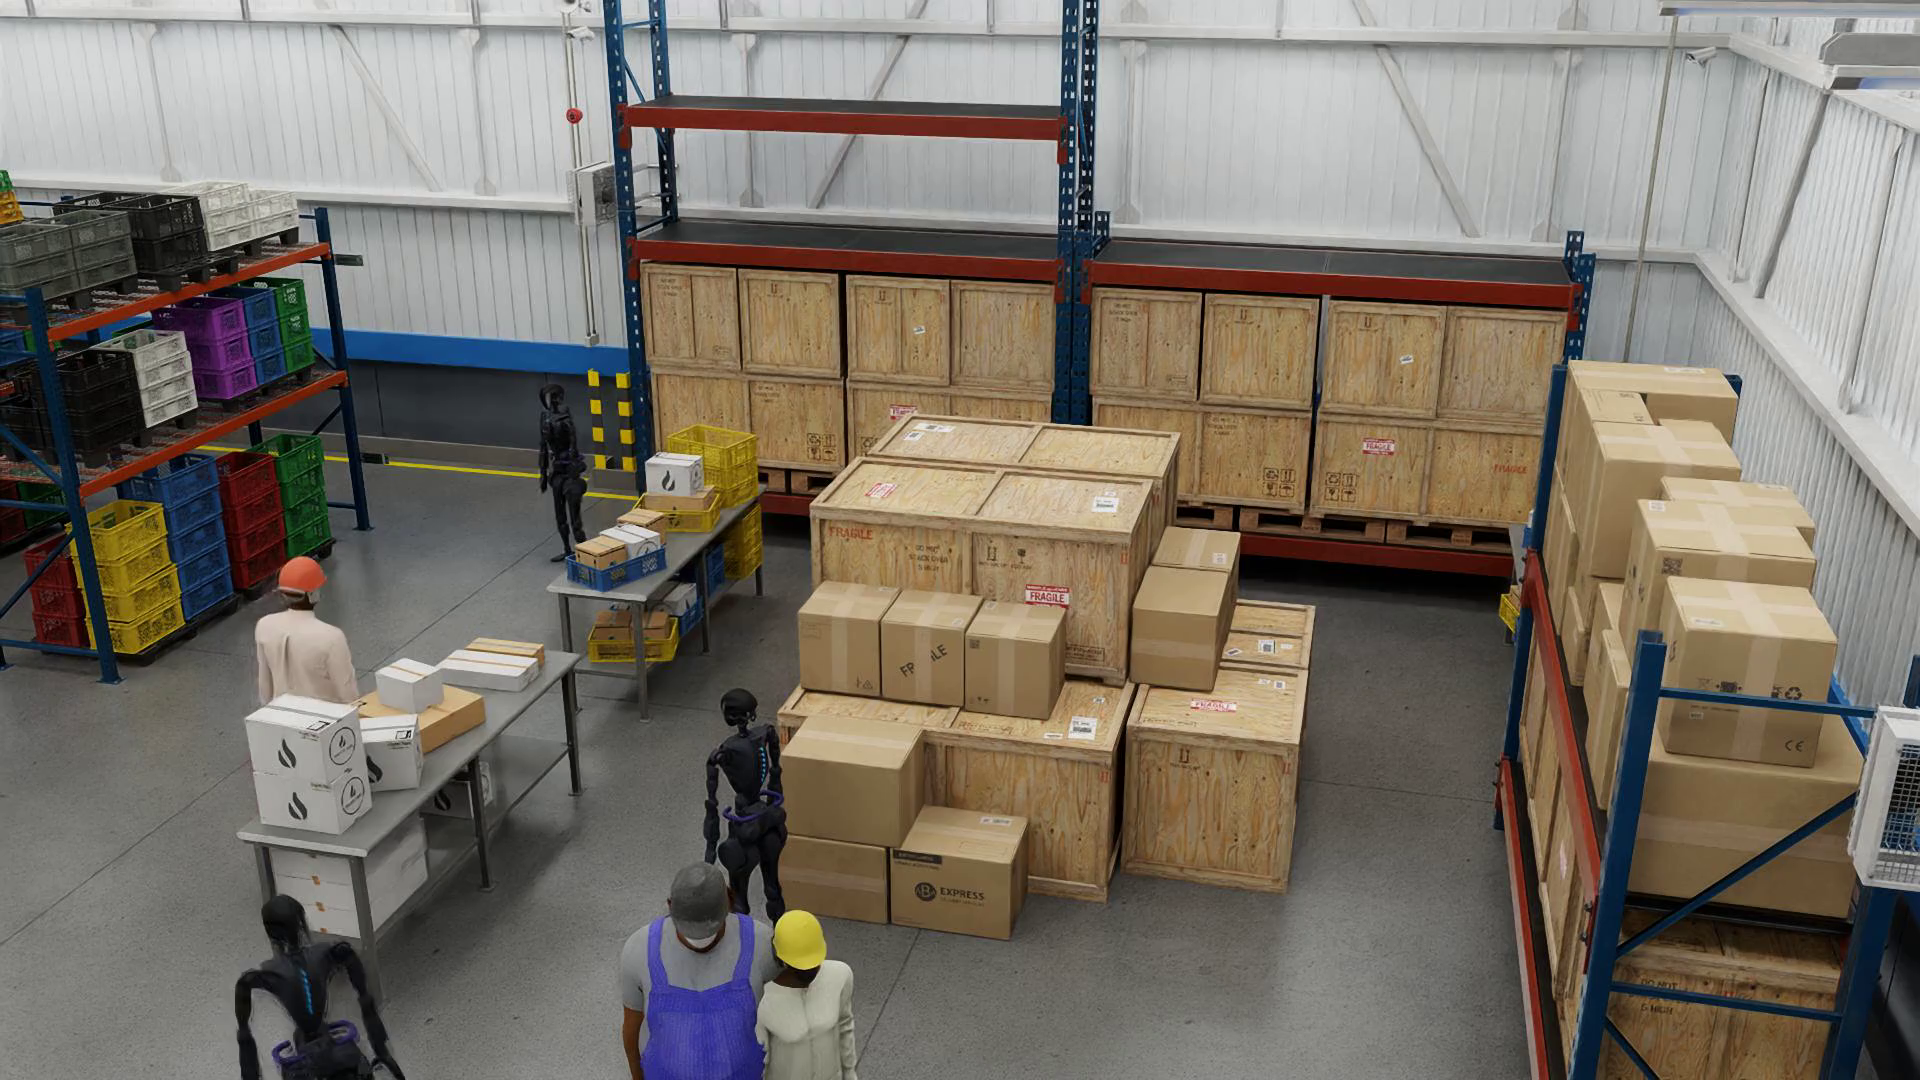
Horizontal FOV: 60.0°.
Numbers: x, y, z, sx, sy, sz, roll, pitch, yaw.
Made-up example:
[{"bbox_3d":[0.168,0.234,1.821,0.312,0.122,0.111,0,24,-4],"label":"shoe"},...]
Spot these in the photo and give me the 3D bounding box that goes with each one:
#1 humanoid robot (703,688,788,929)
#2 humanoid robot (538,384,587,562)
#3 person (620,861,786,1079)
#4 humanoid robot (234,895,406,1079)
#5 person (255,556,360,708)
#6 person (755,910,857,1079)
[{"bbox_3d":[-1.136,1.562,8.979,0.308,1.652,0.579,16,26,35],"label":"humanoid robot"},{"bbox_3d":[-3.461,-0.562,14.537,0.599,1.647,0.326,20,28,41],"label":"humanoid robot"},{"bbox_3d":[-1.031,2.202,6.807,0.671,2.000,0.537,-3,21,-8],"label":"person"},{"bbox_3d":[-2.718,2.303,7.134,0.651,1.640,0.732,-16,26,-36],"label":"humanoid robot"},{"bbox_3d":[-3.838,1.043,9.920,0.614,1.980,0.470,8,22,21],"label":"person"},{"bbox_3d":[-0.647,2.301,6.927,0.530,1.767,0.326,-13,25,-31],"label":"person"}]
